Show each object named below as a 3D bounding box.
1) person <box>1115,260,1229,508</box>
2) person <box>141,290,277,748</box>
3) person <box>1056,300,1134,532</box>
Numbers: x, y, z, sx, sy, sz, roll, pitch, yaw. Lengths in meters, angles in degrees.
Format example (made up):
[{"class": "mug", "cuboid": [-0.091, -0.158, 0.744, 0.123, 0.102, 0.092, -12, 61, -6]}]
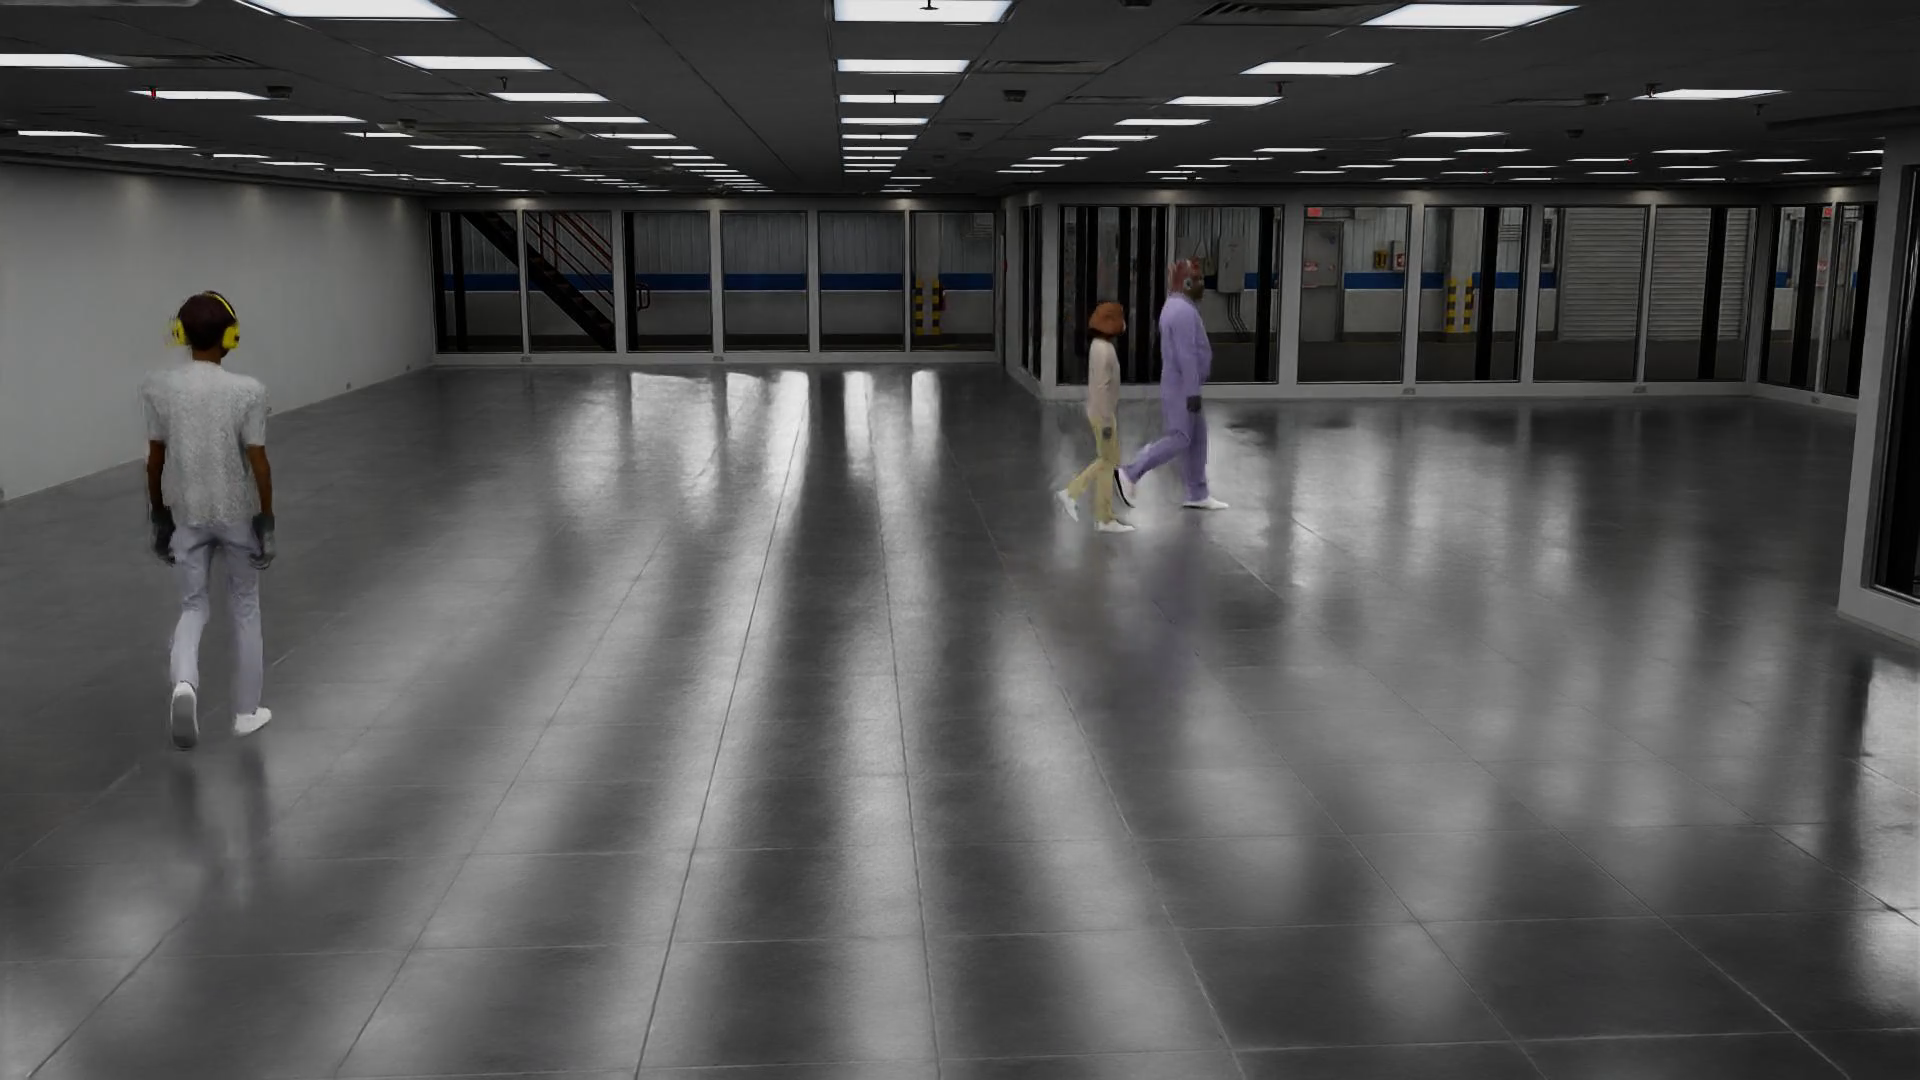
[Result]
[{"class": "person", "cuboid": [1.610, -1.147, 12.441, 0.795, 1.884, 0.644, 1, 11, 7]}, {"class": "person", "cuboid": [-3.031, -0.067, 6.697, 0.520, 1.855, 0.662, -2, 11, -9]}, {"class": "person", "cuboid": [0.964, -0.852, 11.536, 0.458, 1.620, 0.522, 0, 11, 0]}]
